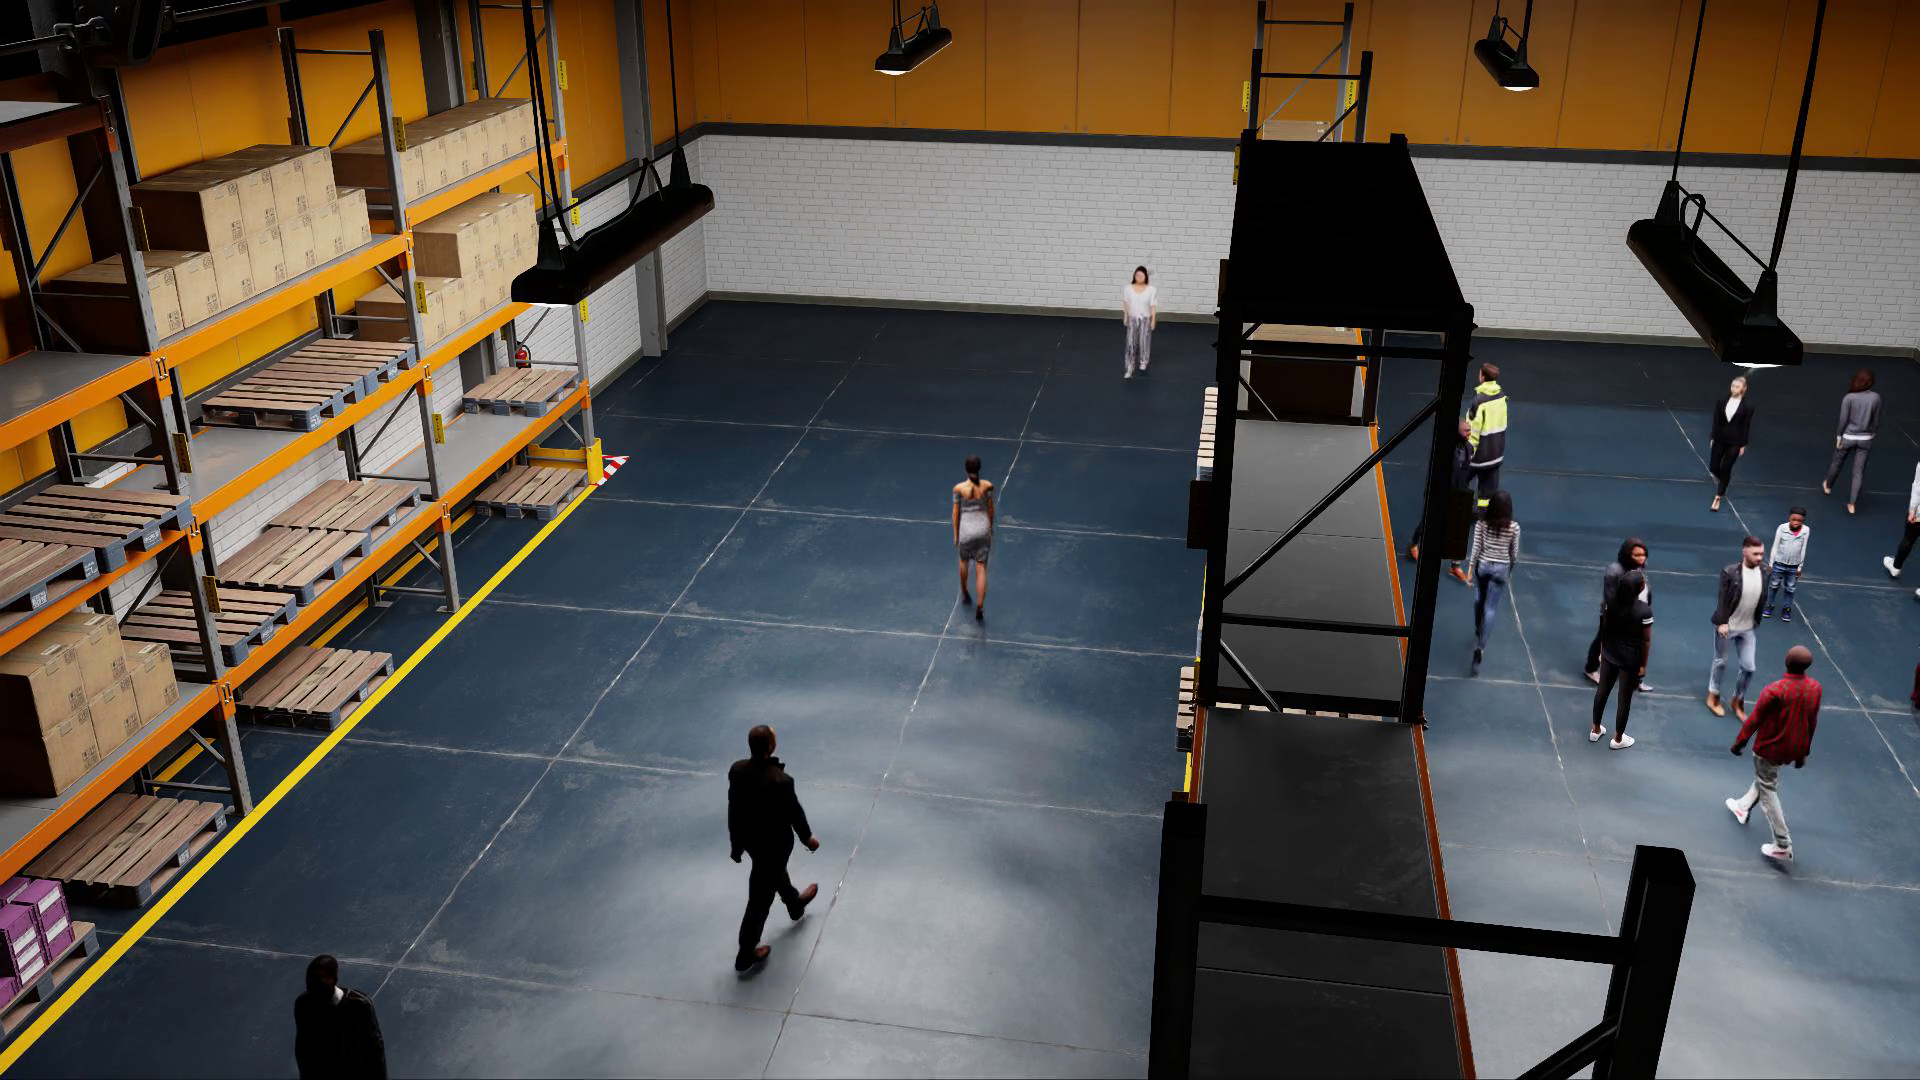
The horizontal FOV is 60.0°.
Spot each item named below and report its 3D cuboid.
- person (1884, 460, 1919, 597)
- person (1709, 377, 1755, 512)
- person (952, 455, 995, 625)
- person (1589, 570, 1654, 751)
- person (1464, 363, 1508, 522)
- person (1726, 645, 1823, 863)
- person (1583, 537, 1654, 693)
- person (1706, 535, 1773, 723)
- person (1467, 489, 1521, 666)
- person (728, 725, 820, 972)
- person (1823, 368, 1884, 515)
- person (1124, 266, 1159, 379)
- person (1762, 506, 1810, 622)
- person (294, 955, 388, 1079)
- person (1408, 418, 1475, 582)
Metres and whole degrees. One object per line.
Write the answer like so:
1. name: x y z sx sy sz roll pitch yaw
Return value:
1. person: 10.441 -0.247 17.798 0.766 1.874 1.267 2 24 4
2. person: 9.343 -1.180 20.152 0.802 1.697 0.887 19 30 36
3. person: 0.162 0.017 17.285 0.751 1.799 0.927 -1 24 -3
4. person: 5.963 1.061 14.986 0.760 1.729 0.716 -20 30 -38
5. person: 6.246 -1.094 19.636 1.080 1.953 1.151 -13 27 -28
6. person: 6.629 1.724 13.397 0.962 1.785 1.278 -4 24 -9
7. person: 6.322 0.684 16.052 0.986 1.565 1.082 -11 26 -23
8. person: 7.207 0.762 15.549 0.713 1.826 0.733 -1 24 -1
9. person: 5.251 0.413 16.444 0.765 1.748 1.210 9 25 20
10. person: -1.457 2.268 12.070 1.044 1.853 1.345 16 28 32
11. person: 10.851 -1.166 20.095 0.722 1.717 1.150 7 25 16
12. person: 2.739 -3.328 25.117 0.772 1.656 1.007 8 25 17
13. person: 8.707 0.219 17.497 0.524 1.259 0.554 10 26 22
14. person: -3.661 3.220 9.934 0.695 1.819 0.569 1 24 3
15. person: 5.346 -0.501 18.496 1.078 1.779 1.288 -8 25 -19
